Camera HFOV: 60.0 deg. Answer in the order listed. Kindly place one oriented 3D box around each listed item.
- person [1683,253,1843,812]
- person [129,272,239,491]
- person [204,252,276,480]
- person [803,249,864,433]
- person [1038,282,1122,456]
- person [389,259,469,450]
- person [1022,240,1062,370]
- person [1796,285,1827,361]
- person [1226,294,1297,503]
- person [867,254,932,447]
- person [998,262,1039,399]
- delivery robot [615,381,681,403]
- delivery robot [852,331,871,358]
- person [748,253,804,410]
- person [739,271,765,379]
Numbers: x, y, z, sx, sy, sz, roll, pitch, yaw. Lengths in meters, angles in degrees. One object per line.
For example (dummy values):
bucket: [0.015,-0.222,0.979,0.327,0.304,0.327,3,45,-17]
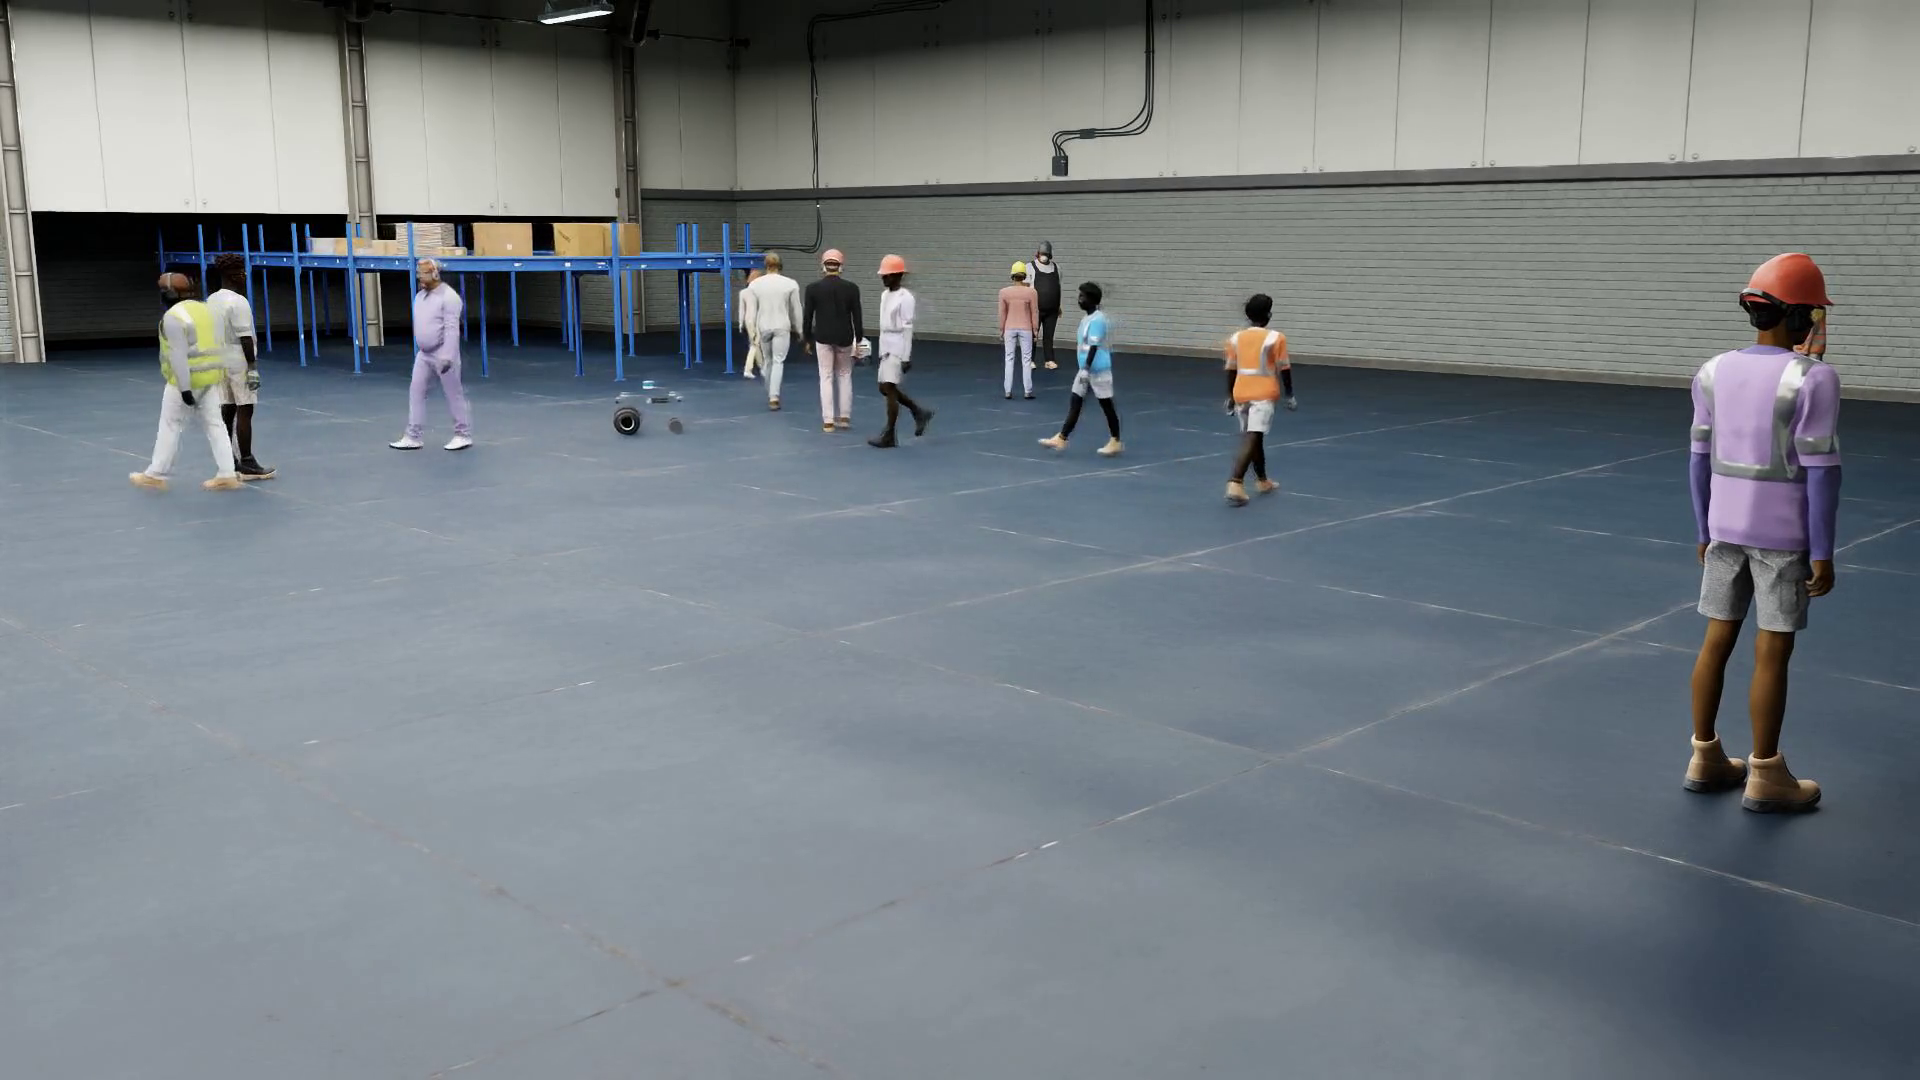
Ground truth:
person: [2.992,-0.031,6.189,0.371,2.044,0.608,-5,11,-25]
person: [-6.493,-1.305,13.812,0.912,1.801,0.632,1,10,6]
person: [-6.316,-1.519,14.515,0.607,1.965,0.366,8,13,35]
person: [-1.380,-2.174,18.103,0.663,1.970,0.474,-1,10,-5]
person: [1.186,-1.632,15.951,0.845,1.649,0.550,-2,11,-10]
person: [-5.196,-1.793,16.260,0.662,1.872,0.881,6,12,31]
person: [1.335,-3.709,26.369,0.673,2.000,0.536,-4,11,-22]
person: [9.343,-2.048,18.284,0.315,1.641,0.514,8,13,38]
person: [2.361,-1.136,13.281,0.882,1.654,0.541,-9,14,-41]
person: [-0.611,-1.909,16.749,0.692,1.921,0.564,-6,12,-28]
person: [0.762,-2.712,21.559,0.533,1.770,0.307,2,11,11]
delivery robot: [-3.375,-1.605,17.988,0.698,0.223,0.335,-2,11,-11]
delivery robot: [-1.688,-3.186,27.319,0.477,0.478,0.707,-3,11,-16]
person: [-2.253,-2.572,20.485,0.655,1.883,1.022,1,10,8]
person: [-3.032,-3.213,24.789,0.520,1.587,0.870,5,11,23]
